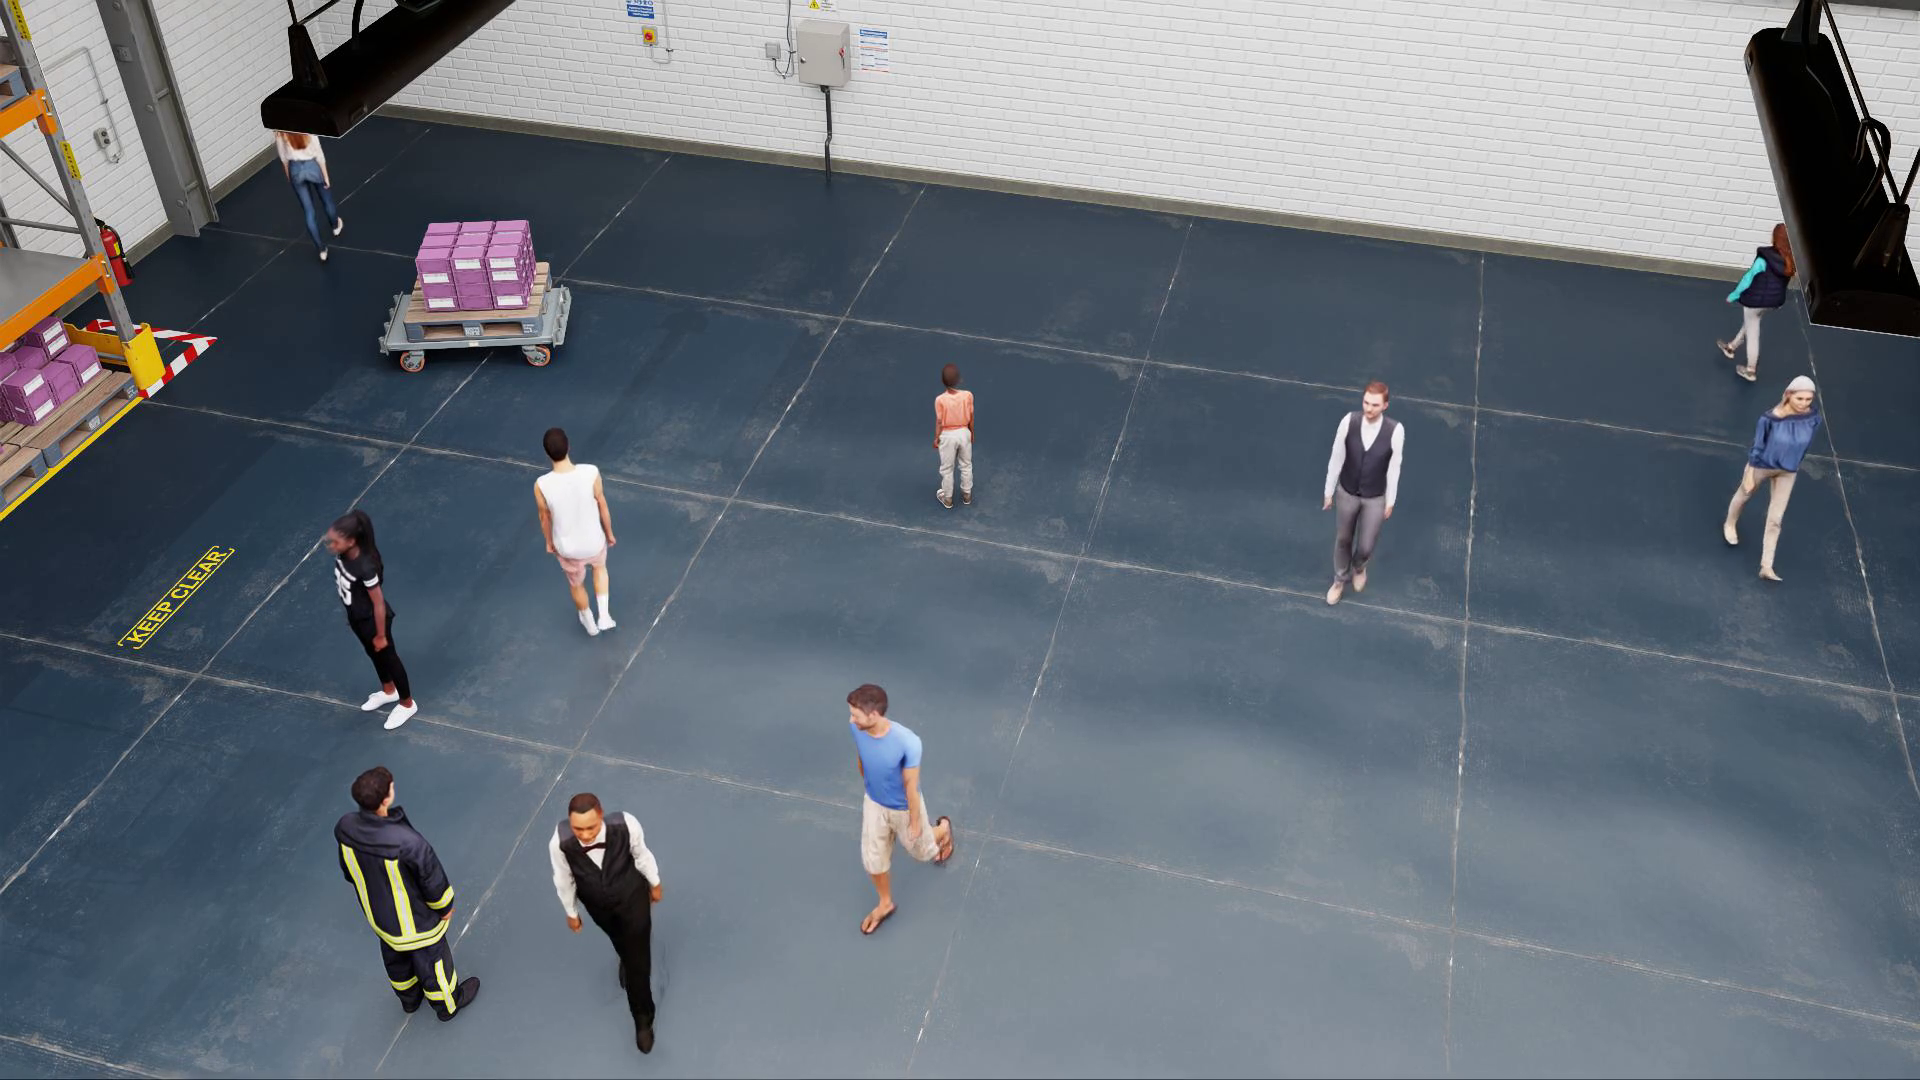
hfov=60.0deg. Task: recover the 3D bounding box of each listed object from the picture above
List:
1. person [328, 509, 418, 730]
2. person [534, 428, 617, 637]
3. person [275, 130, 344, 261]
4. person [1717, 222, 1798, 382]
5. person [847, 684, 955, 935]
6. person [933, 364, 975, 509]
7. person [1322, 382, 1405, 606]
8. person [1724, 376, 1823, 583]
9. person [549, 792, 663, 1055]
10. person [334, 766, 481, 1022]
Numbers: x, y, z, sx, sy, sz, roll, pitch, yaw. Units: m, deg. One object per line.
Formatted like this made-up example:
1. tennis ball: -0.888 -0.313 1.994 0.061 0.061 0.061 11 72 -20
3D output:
1. person: -4.030 0.535 11.347 0.707 1.734 0.728 31 48 33
2. person: -2.733 0.024 11.953 0.830 1.777 0.887 -11 40 -14
3. person: -6.502 -3.591 16.540 0.887 1.700 1.087 -9 39 -11
4. person: 7.202 -2.103 14.855 0.834 1.479 0.931 -15 41 -18
5. person: -0.352 1.520 10.040 0.860 1.826 1.179 16 41 19
6. person: -0.044 -0.842 13.412 0.560 1.309 0.589 -10 40 -13
7. person: 3.010 -0.389 12.353 0.734 1.924 0.744 17 42 20
8. person: 6.204 -0.574 12.803 0.774 1.651 1.152 2 39 3
9. person: -1.953 1.961 9.452 0.950 1.871 1.193 -4 39 -5
10. person: -3.144 2.005 9.352 0.800 1.927 0.664 12 40 15
